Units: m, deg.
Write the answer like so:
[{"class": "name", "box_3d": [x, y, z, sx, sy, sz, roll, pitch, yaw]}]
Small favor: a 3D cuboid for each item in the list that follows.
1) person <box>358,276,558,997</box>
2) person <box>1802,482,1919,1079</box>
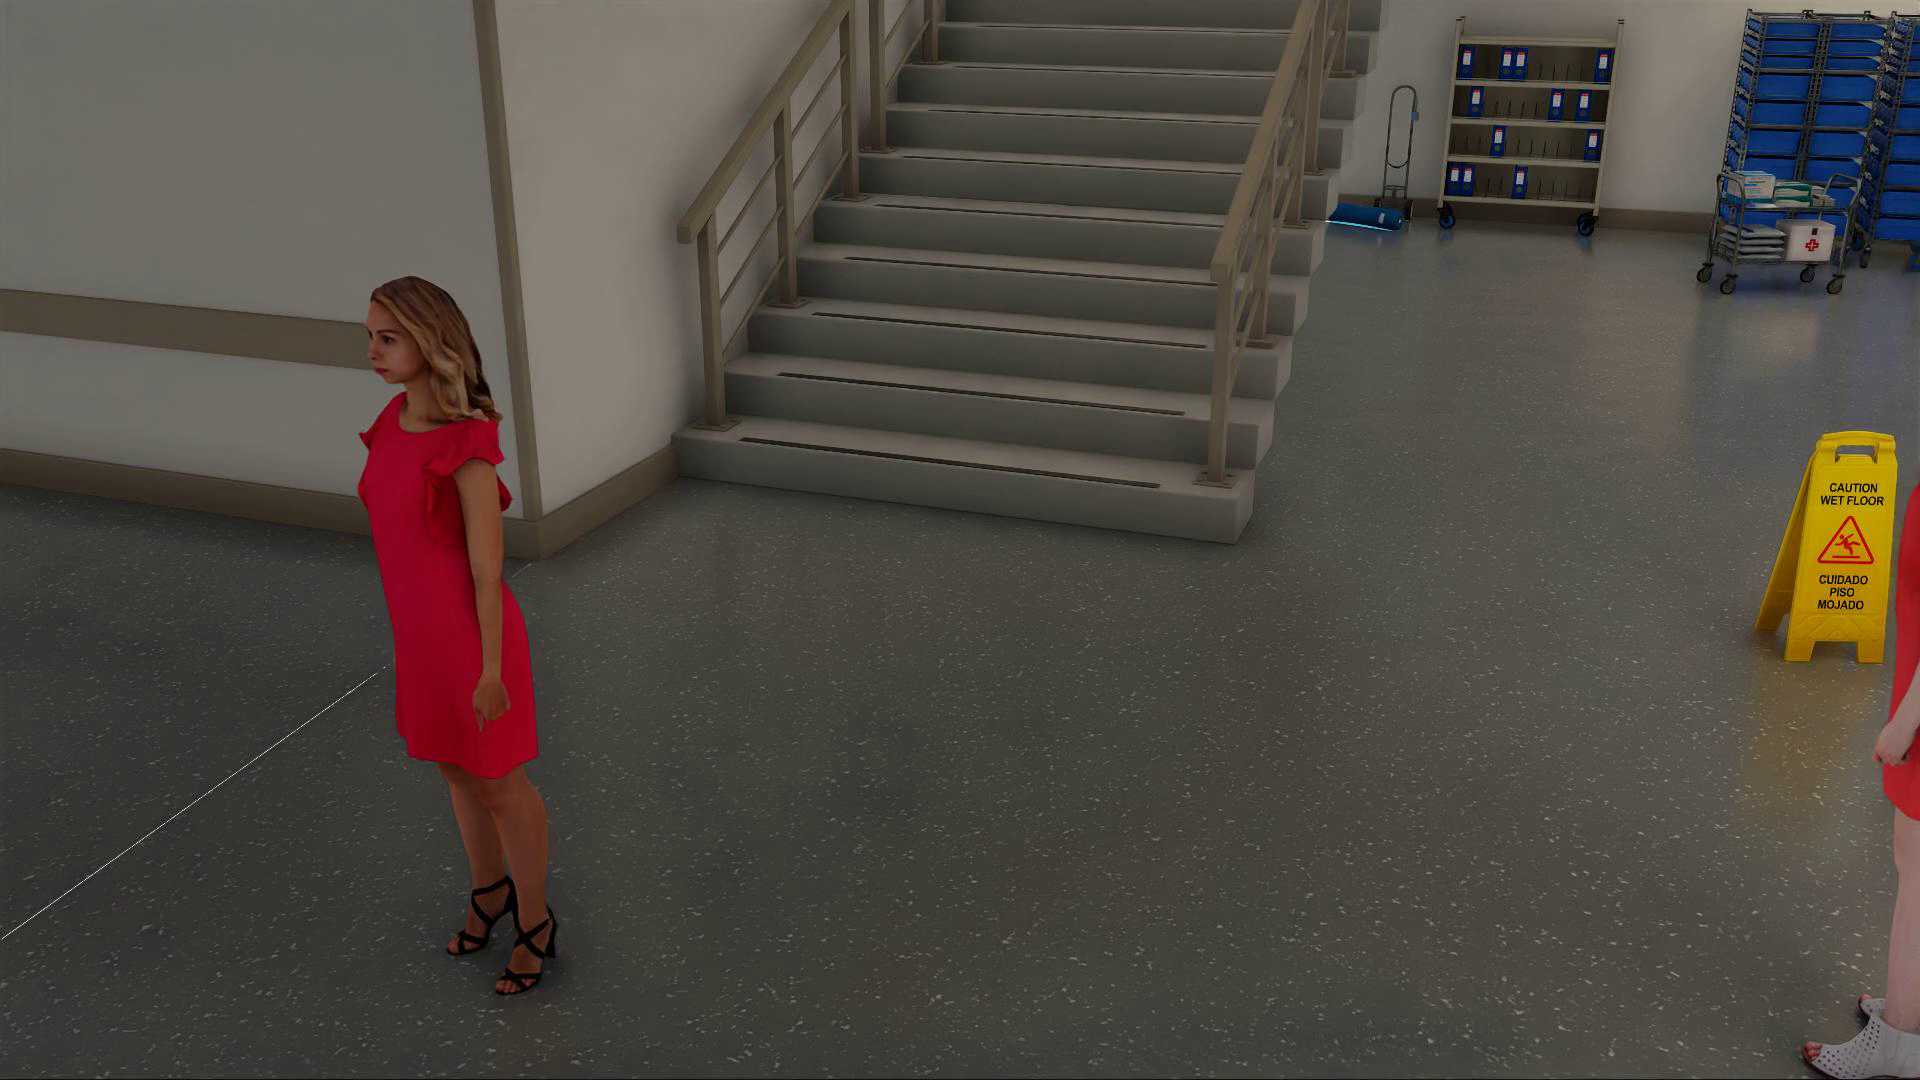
[{"class": "person", "box_3d": [-1.140, 0.231, 3.829, 0.666, 1.723, 0.653, -19, 28, -41]}, {"class": "person", "box_3d": [2.089, 0.323, 3.441, 0.629, 1.826, 0.734, -15, 25, -34]}]
